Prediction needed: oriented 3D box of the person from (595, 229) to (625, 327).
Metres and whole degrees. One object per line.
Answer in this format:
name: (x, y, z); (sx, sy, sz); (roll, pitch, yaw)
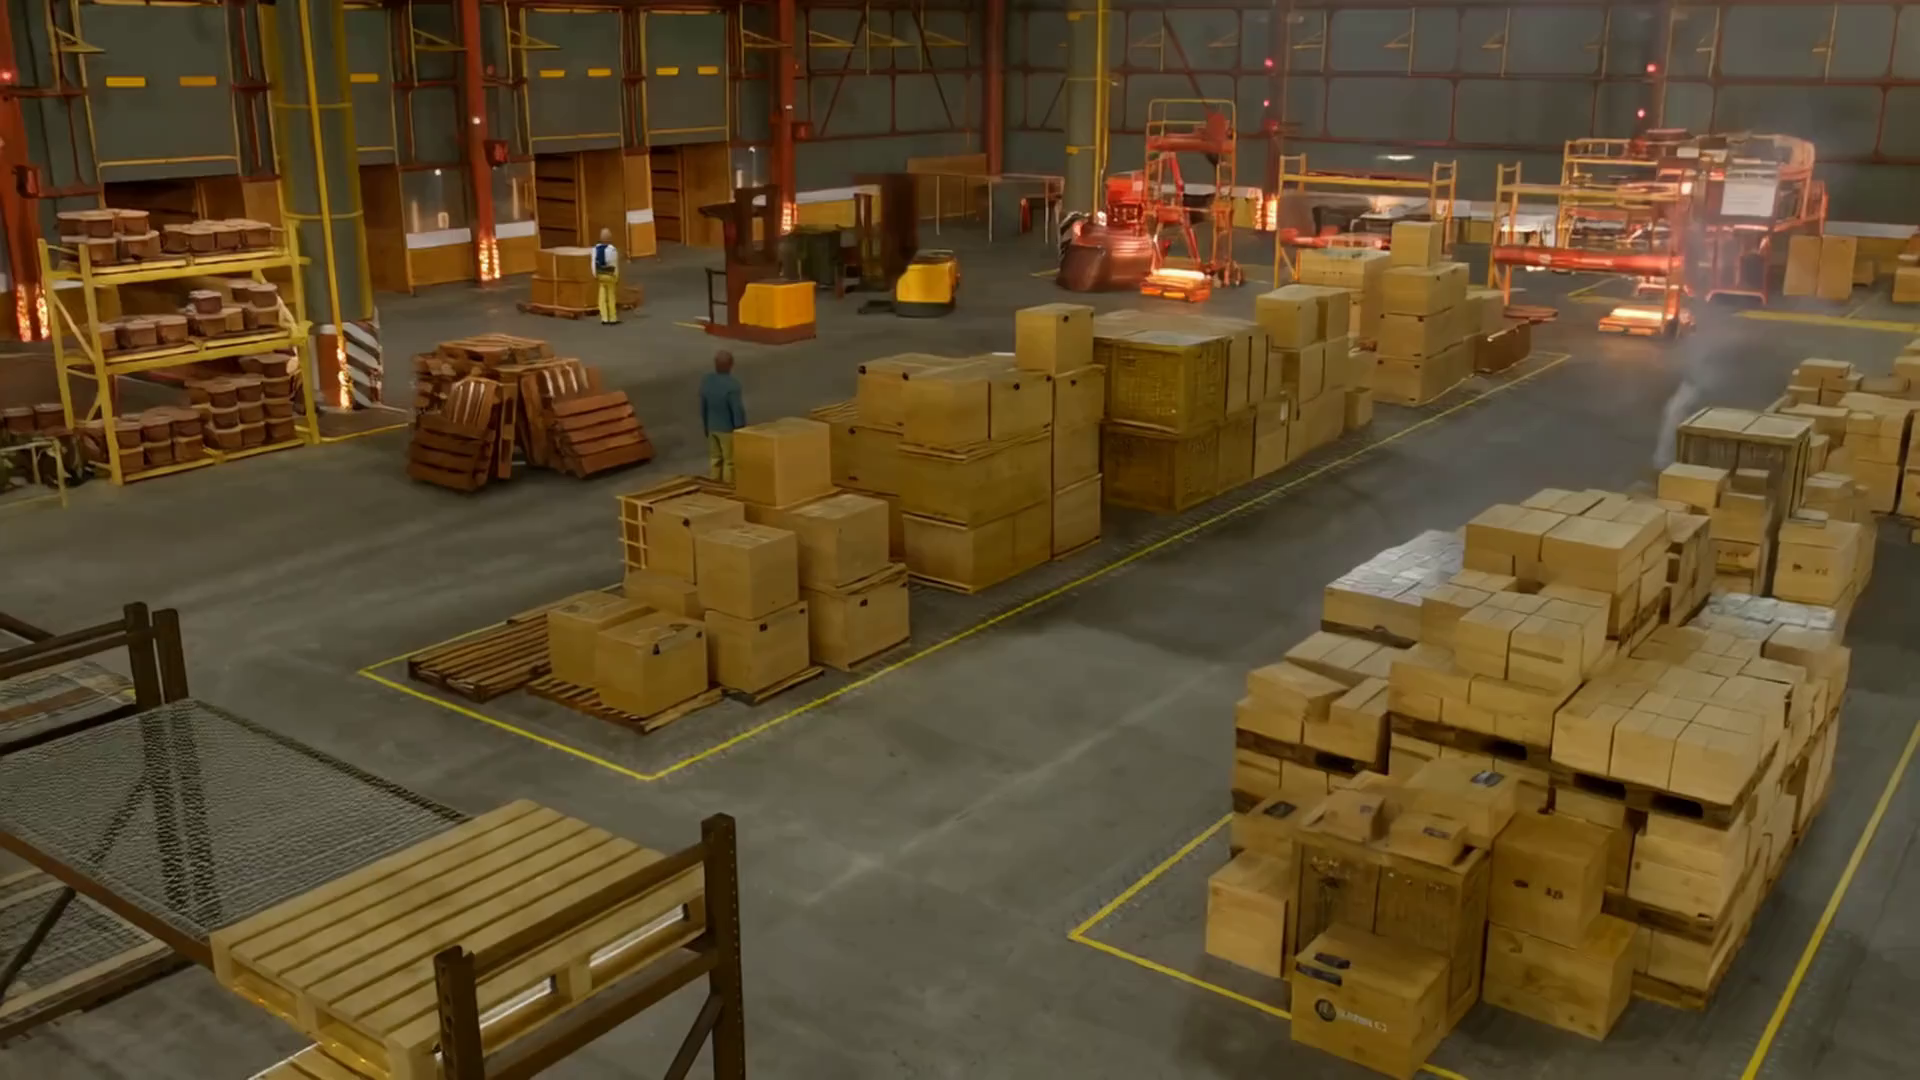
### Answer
person: (-6.824, -5.082, 32.298); (0.584, 1.883, 0.337); (12, 21, 35)

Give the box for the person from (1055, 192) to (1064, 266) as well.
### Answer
person: (2.614, -7.682, 40.816); (0.635, 1.936, 0.356); (12, 21, 35)

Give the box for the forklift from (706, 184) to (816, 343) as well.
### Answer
forklift: (-3.717, -5.181, 30.929); (1.873, 2.768, 1.129); (12, 21, 35)

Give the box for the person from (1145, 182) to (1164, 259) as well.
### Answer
person: (4.954, -8.130, 42.301); (0.551, 1.934, 0.373); (12, 21, 35)

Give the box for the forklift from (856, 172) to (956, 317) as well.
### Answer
forklift: (-1.088, -6.002, 33.649); (1.873, 2.768, 1.129); (3, 17, 10)

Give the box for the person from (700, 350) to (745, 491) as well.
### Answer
person: (-2.774, -1.275, 19.599); (0.635, 1.937, 0.352); (12, 21, 35)

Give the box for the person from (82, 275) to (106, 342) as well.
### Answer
person: (-14.976, -3.889, 28.807); (0.528, 1.626, 0.345); (12, 20, 34)

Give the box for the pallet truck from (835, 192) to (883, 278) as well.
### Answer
pallet truck: (-1.936, -7.159, 38.982); (1.885, 1.965, 0.823); (-12, 21, -34)
